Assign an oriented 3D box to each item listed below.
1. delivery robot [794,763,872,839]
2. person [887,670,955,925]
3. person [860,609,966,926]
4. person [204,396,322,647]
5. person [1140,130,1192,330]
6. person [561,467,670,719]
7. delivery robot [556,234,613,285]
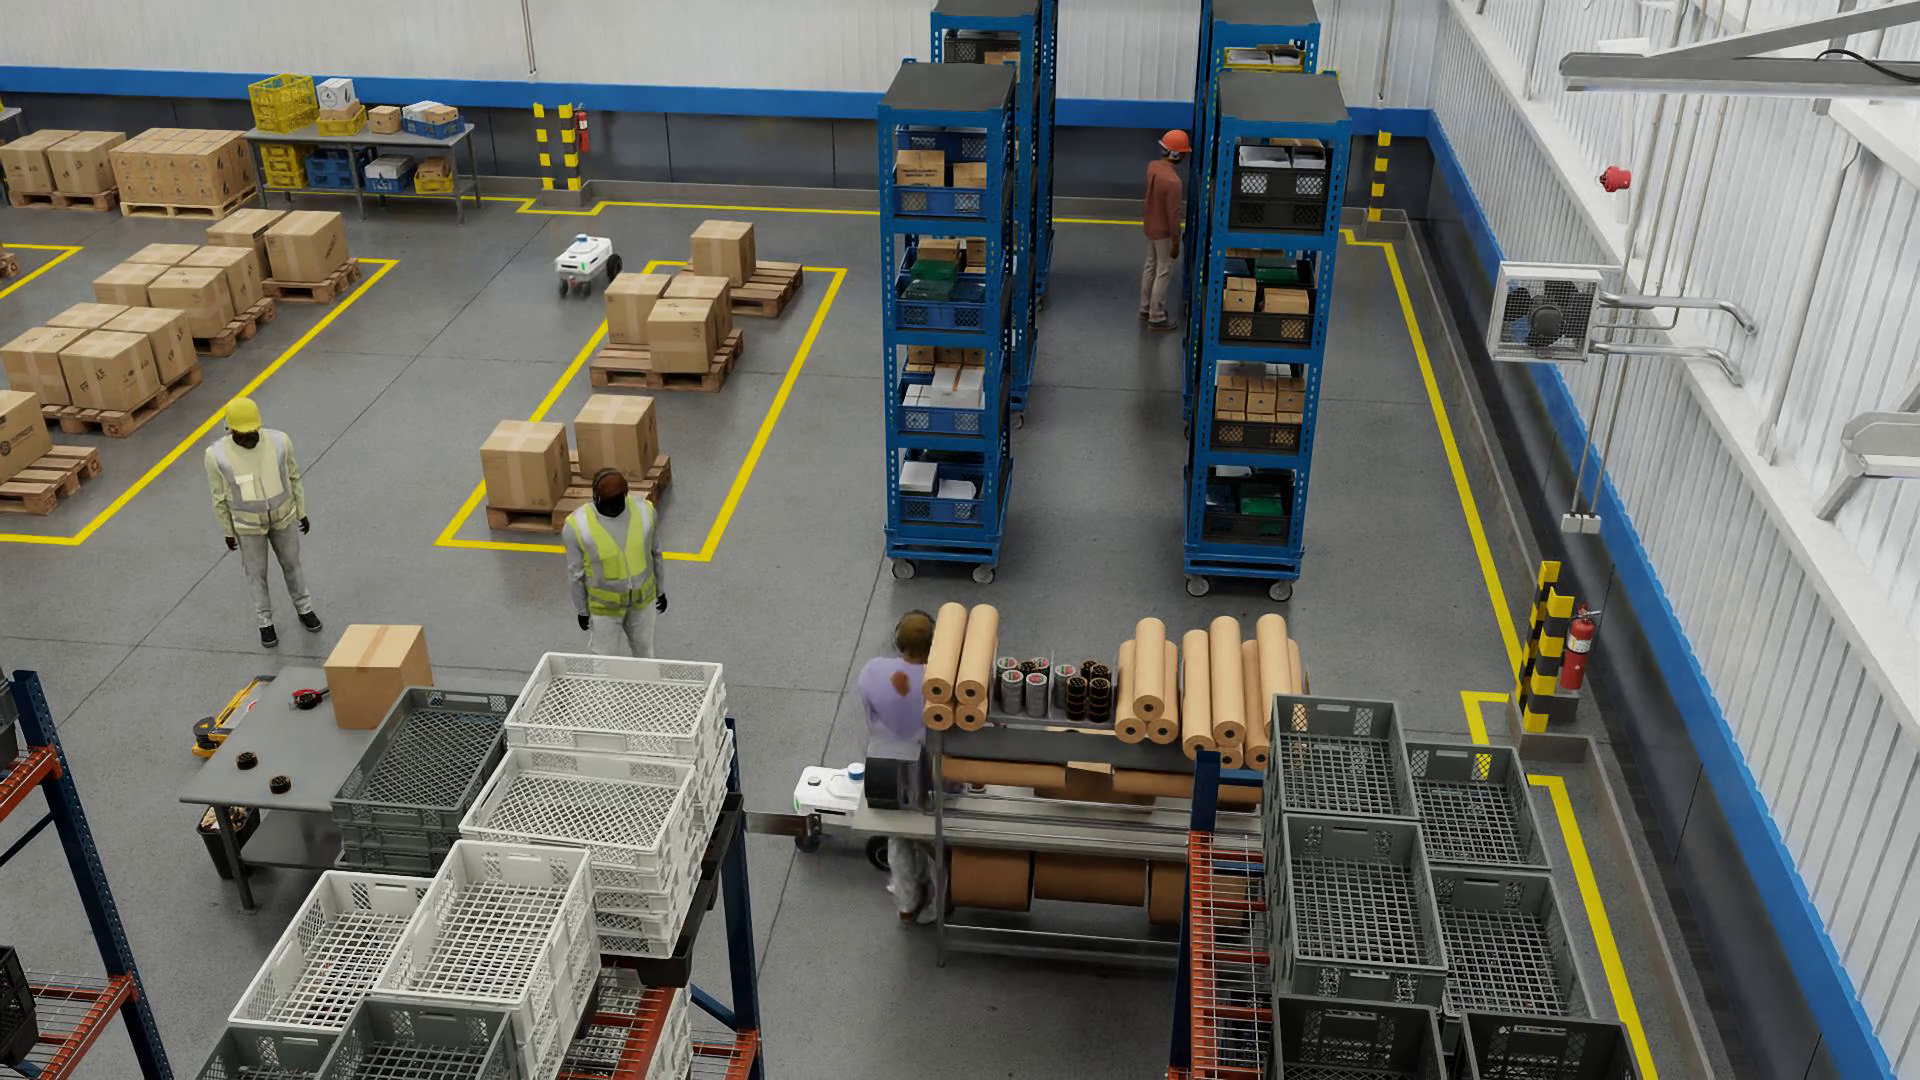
[{"bbox_3d":[-0.596,1.516,9.672,0.707,0.478,0.477,5,31,9],"label":"delivery robot"},{"bbox_3d":[-0.234,1.347,8.993,0.323,1.630,0.520,-18,35,-28],"label":"person"},{"bbox_3d":[-0.197,1.177,9.017,0.622,1.904,0.733,9,31,15],"label":"person"},{"bbox_3d":[-4.751,-0.146,11.359,0.588,1.830,0.404,-20,36,-31],"label":"person"},{"bbox_3d":[1.987,-2.996,16.113,0.411,1.979,0.625,-10,32,-17],"label":"person"},{"bbox_3d":[-2.128,0.372,10.460,0.625,1.841,0.429,-17,34,-27],"label":"person"},{"bbox_3d":[-3.912,-2.942,17.330,0.477,0.478,0.707,8,31,13],"label":"delivery robot"}]
